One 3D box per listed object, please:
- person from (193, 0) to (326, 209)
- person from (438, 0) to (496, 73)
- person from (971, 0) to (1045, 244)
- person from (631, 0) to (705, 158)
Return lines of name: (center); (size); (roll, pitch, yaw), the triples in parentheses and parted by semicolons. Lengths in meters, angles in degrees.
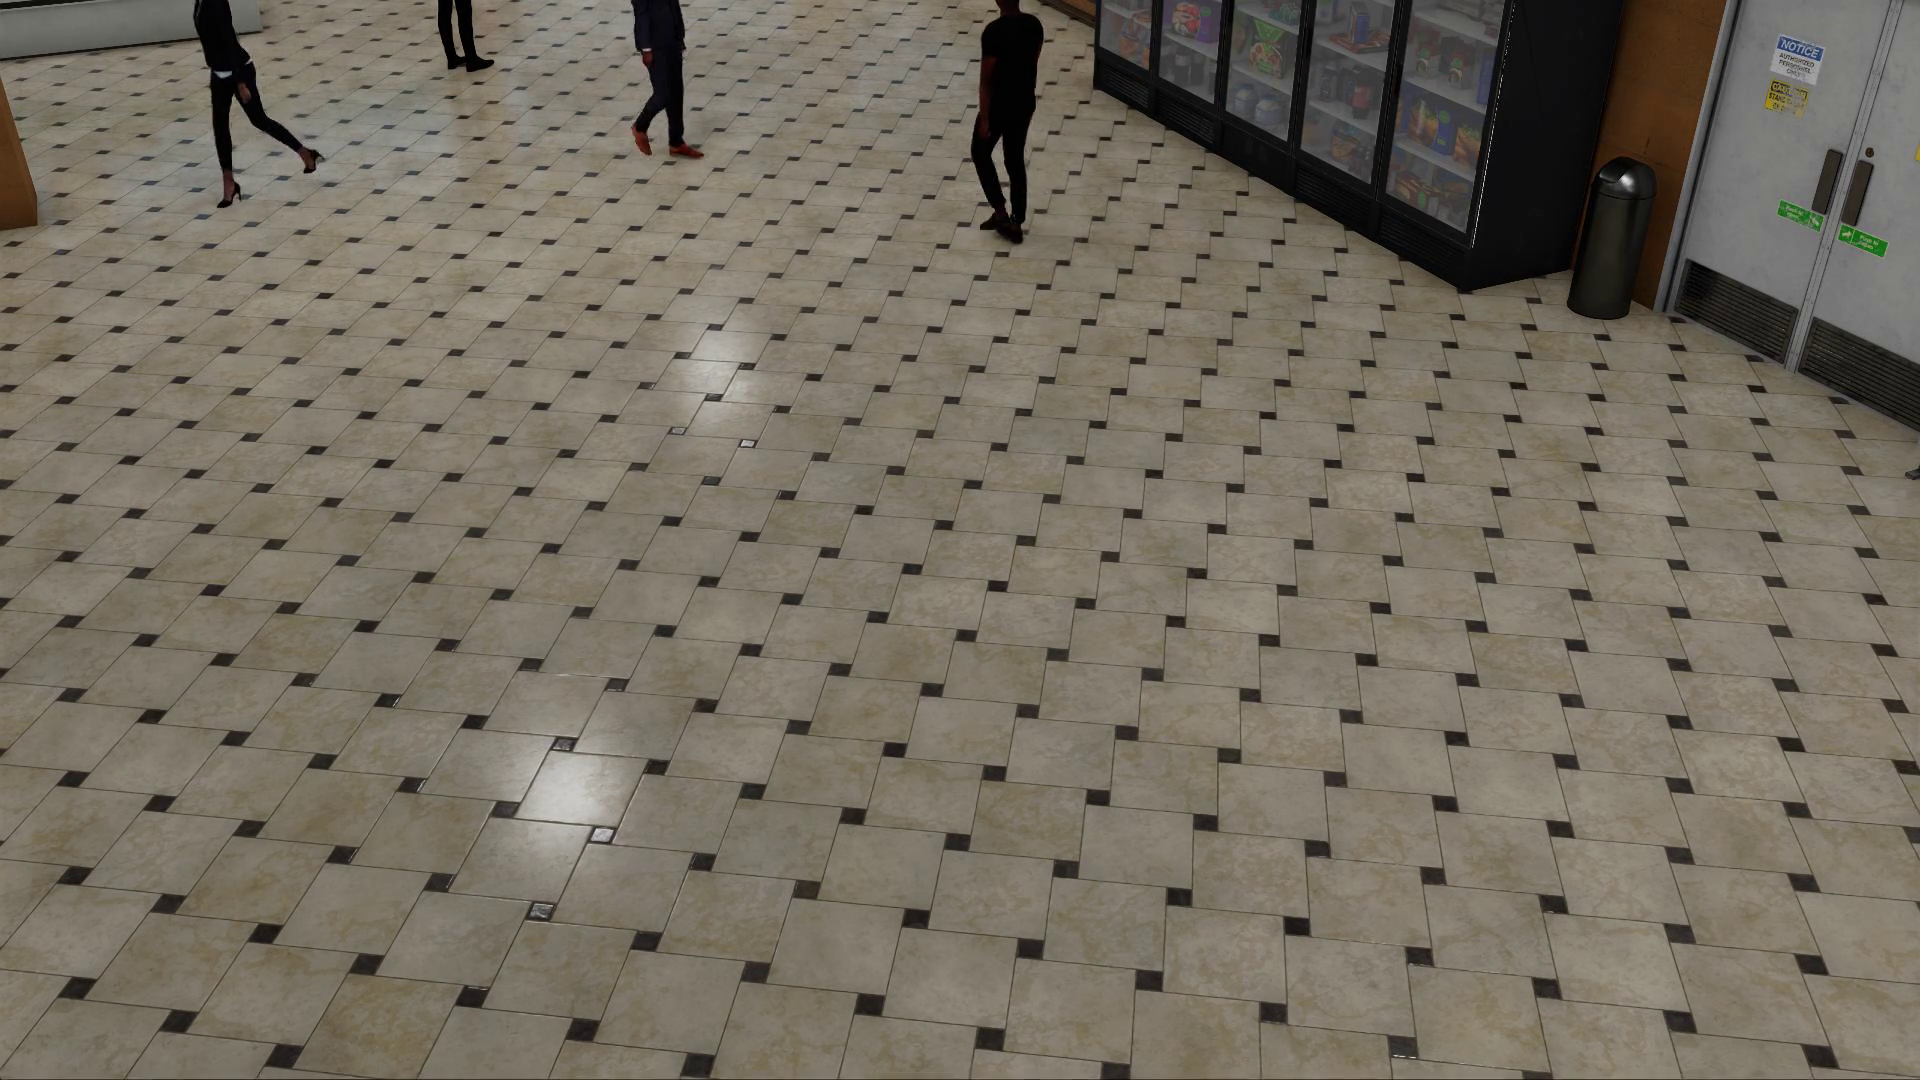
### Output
person: (-5.179, -3.348, 12.078); (1.202, 1.791, 0.909); (-27, 41, -37)
person: (-4.598, -5.189, 14.941); (0.788, 1.893, 0.830); (14, 34, 21)
person: (0.375, -2.883, 11.317); (0.642, 1.806, 0.781); (-20, 37, -29)
person: (-2.384, -3.851, 12.868); (0.990, 1.812, 0.932); (13, 34, 20)
